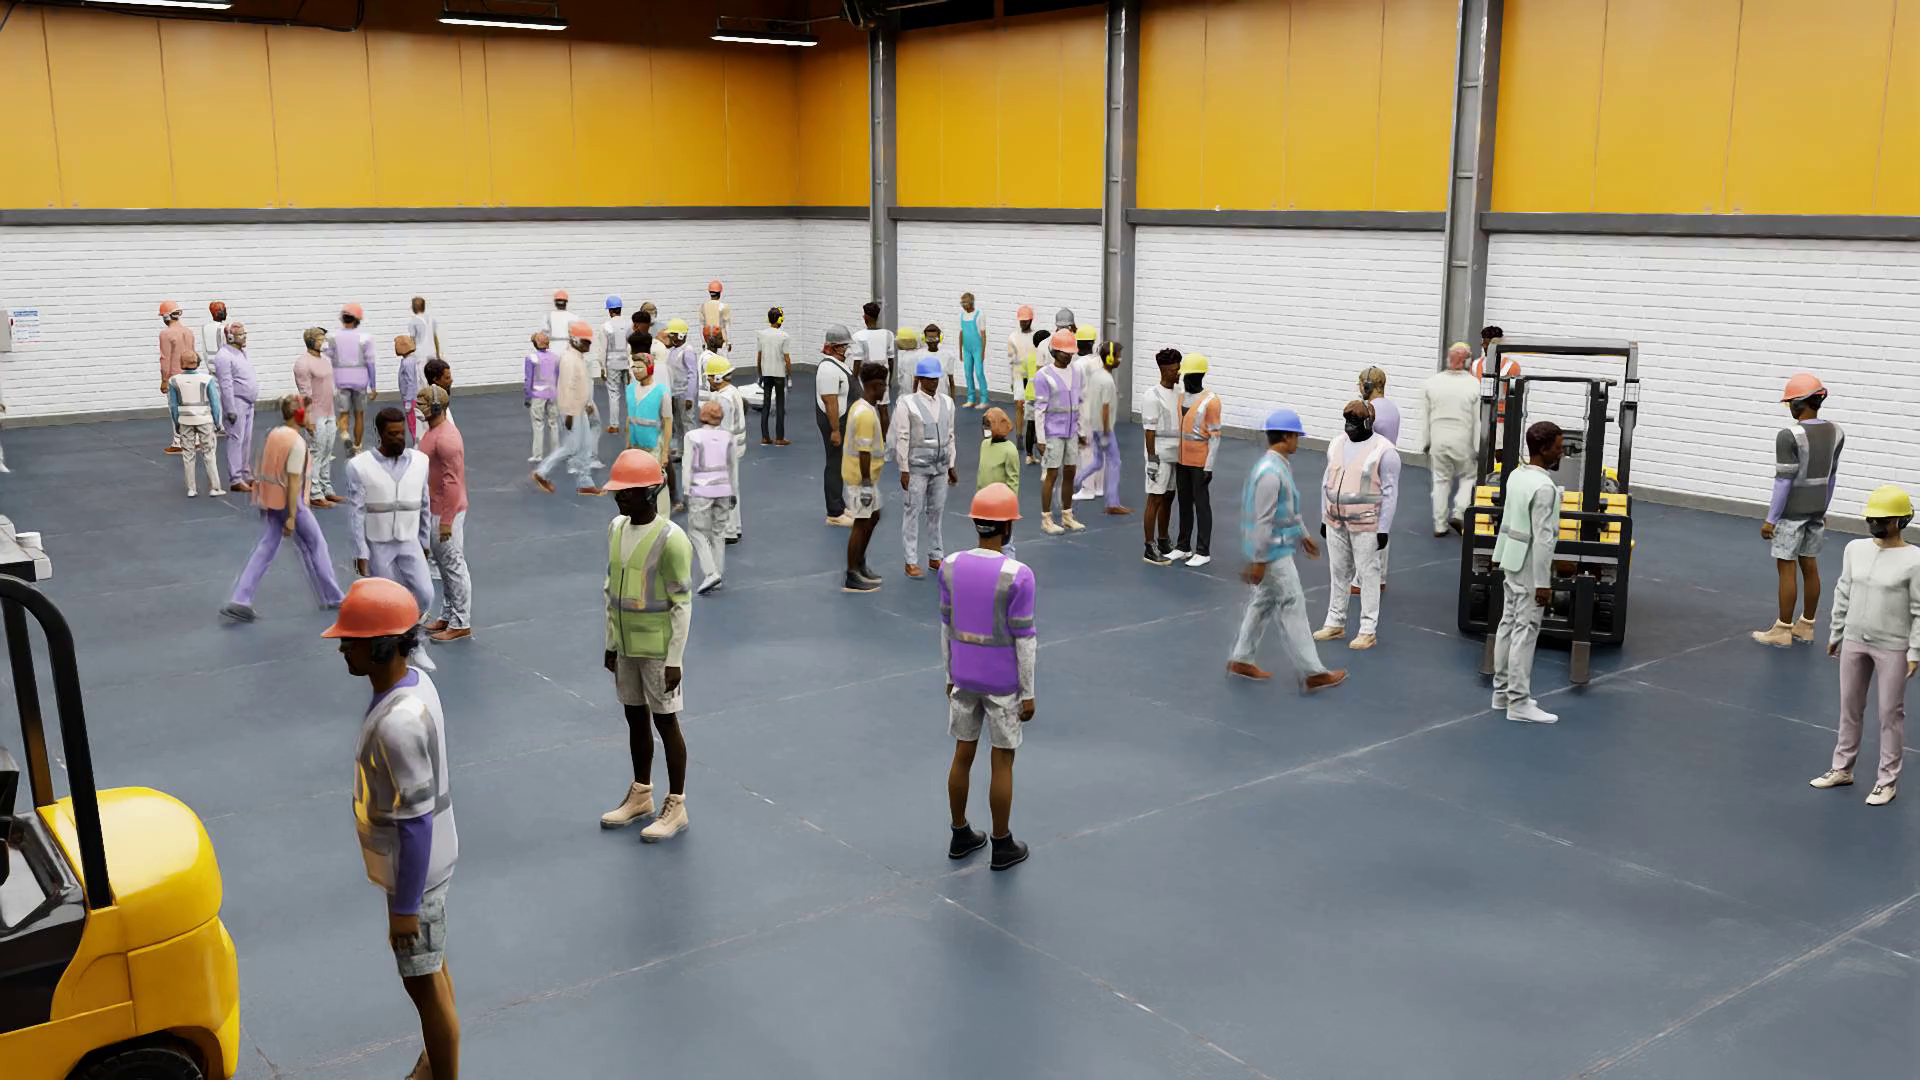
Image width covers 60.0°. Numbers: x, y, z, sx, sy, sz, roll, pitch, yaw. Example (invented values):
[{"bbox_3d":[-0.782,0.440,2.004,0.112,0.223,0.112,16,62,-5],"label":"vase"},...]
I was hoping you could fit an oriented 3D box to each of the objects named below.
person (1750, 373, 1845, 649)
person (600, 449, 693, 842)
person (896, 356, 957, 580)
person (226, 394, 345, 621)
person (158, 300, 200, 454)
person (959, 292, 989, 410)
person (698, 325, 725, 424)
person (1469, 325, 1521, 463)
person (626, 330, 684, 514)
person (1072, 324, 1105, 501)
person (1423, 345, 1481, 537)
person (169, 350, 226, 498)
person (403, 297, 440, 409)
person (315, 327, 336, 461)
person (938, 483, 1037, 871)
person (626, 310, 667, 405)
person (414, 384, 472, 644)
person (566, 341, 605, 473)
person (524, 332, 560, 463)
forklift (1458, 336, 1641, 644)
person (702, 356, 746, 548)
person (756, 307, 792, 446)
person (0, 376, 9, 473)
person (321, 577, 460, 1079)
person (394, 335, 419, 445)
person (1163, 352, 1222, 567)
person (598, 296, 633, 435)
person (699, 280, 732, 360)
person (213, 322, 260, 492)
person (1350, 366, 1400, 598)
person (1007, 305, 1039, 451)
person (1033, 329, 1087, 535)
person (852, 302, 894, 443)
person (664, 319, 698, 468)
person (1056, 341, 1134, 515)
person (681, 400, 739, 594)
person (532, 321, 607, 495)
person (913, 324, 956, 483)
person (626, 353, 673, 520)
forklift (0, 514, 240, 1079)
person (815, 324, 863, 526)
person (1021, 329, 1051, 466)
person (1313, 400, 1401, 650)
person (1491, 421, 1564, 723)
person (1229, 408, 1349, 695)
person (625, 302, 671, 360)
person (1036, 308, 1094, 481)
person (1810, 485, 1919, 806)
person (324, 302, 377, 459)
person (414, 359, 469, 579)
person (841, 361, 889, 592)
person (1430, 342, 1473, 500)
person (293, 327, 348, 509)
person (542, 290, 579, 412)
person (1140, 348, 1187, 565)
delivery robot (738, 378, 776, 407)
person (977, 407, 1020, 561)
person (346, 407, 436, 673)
[{"bbox_3d":[6.168,-0.212,12.276,0.605,2.035,0.385,-5,13,-25],"label":"person"},{"bbox_3d":[-1.637,0.539,8.615,0.608,2.048,0.364,10,15,39],"label":"person"},{"bbox_3d":[-0.285,-0.639,14.549,0.602,1.947,0.387,-9,15,-36],"label":"person"},{"bbox_3d":[-5.353,-0.258,13.144,0.558,1.788,1.025,11,16,43],"label":"person"},{"bbox_3d":[-10.158,-2.112,21.593,0.411,1.980,0.626,2,12,10],"label":"person"},{"bbox_3d":[0.200,-2.956,26.029,0.513,1.829,0.365,9,15,37],"label":"person"},{"bbox_3d":[-2.774,-1.484,18.789,0.355,1.882,0.575,-3,12,-13],"label":"person"},{"bbox_3d":[5.687,-1.320,17.825,0.365,1.960,0.608,-9,15,-39],"label":"person"},{"bbox_3d":[-3.159,-1.207,17.290,0.486,1.944,0.660,5,13,24],"label":"person"},{"bbox_3d":[1.390,-1.395,18.246,0.388,1.927,0.589,8,14,34],"label":"person"},{"bbox_3d":[4.814,-0.952,16.202,0.648,1.895,0.436,8,14,34],"label":"person"},{"bbox_3d":[-8.437,-1.278,18.382,0.511,1.640,0.308,-1,12,-7],"label":"person"},{"bbox_3d":[-8.224,-2.787,25.289,0.877,1.800,0.535,5,13,25],"label":"person"},{"bbox_3d":[-8.056,-1.832,20.948,0.321,1.693,0.539,-7,14,-32],"label":"person"},{"bbox_3d":[0.153,0.675,8.254,0.544,1.930,0.389,8,14,34],"label":"person"},{"bbox_3d":[-3.787,-1.780,20.014,0.602,1.966,0.368,7,14,31],"label":"person"},{"bbox_3d":[-3.875,-0.199,12.447,0.373,1.940,0.630,-6,13,-27],"label":"person"},{"bbox_3d":[-4.559,-1.690,20.140,0.518,1.717,0.611,7,13,29],"label":"person"},{"bbox_3d":[-5.226,-1.790,20.884,0.313,1.631,0.525,10,15,39],"label":"person"},{"bbox_3d":[4.683,-0.471,13.136,1.214,2.155,2.313,4,12,20],"label":"forklift"},{"bbox_3d":[-2.245,-0.844,15.861,0.403,1.817,0.602,0,12,1],"label":"person"},{"bbox_3d":[-2.473,-2.177,22.211,0.524,1.857,0.341,4,12,20],"label":"person"},{"bbox_3d":[-11.702,-1.645,19.906,0.321,1.741,0.492,11,16,41],"label":"person"},{"bbox_3d":[-1.945,1.128,5.779,0.389,2.045,0.606,-4,12,-17],"label":"person"},{"bbox_3d":[-6.771,-1.702,20.447,0.267,1.631,0.507,-3,12,-16],"label":"person"},{"bbox_3d":[2.102,-0.730,15.030,0.359,1.929,0.587,-8,14,-32],"label":"person"},{"bbox_3d":[-4.769,-2.436,23.256,0.606,1.939,0.416,-9,15,-36],"label":"person"},{"bbox_3d":[-4.014,-3.298,27.414,0.542,1.938,0.358,3,12,13],"label":"person"},{"bbox_3d":[-8.151,-1.511,18.855,0.406,1.911,0.636,-1,12,-4],"label":"person"},{"bbox_3d":[3.426,-0.482,13.845,0.382,1.928,0.640,9,15,36],"label":"person"},{"bbox_3d":[0.895,-2.177,22.098,0.543,1.903,0.963,1,12,6],"label":"person"},{"bbox_3d":[1.004,-1.059,16.386,0.613,2.029,0.409,-10,15,-39],"label":"person"},{"bbox_3d":[-1.130,-2.087,21.492,0.607,1.966,0.367,-7,14,-30],"label":"person"},{"bbox_3d":[-3.427,-1.799,20.427,0.404,1.834,0.592,-7,13,-29],"label":"person"},{"bbox_3d":[1.425,-1.149,17.281,0.754,1.839,0.533,-3,12,-16],"label":"person"},{"bbox_3d":[-2.071,-0.365,14.032,0.564,1.608,0.566,-8,14,-35],"label":"person"},{"bbox_3d":[-4.338,-1.439,18.382,0.704,1.965,0.669,0,12,0],"label":"person"},{"bbox_3d":[-0.300,-1.584,19.335,0.512,1.861,0.325,0,12,-1],"label":"person"},{"bbox_3d":[-2.976,-0.877,15.942,0.565,1.846,0.390,8,14,33],"label":"person"},{"bbox_3d":[-3.687,1.115,5.480,2.313,2.155,1.214,-9,15,-36],"label":"forklift"},{"bbox_3d":[-1.192,-1.178,16.923,0.539,2.000,0.688,0,12,1],"label":"person"},{"bbox_3d":[0.985,-1.742,20.476,0.536,1.699,0.322,11,16,43],"label":"person"},{"bbox_3d":[2.913,-0.120,12.300,0.429,1.843,0.632,-10,15,-39],"label":"person"},{"bbox_3d":[3.613,0.193,10.604,0.398,1.918,0.590,0,12,0],"label":"person"},{"bbox_3d":[2.227,0.069,11.231,0.808,1.900,0.616,2,12,9],"label":"person"},{"bbox_3d":[-4.146,-2.225,22.267,0.641,1.928,0.386,-8,14,-34],"label":"person"},{"bbox_3d":[1.220,-1.683,19.365,0.688,2.000,0.536,1,12,3],"label":"person"},{"bbox_3d":[5.028,0.571,9.144,0.310,1.768,0.533,-6,13,-28],"label":"person"},{"bbox_3d":[-7.621,-1.957,20.777,0.612,2.015,0.693,-2,12,-9],"label":"person"},{"bbox_3d":[-4.573,-0.620,14.528,0.379,1.917,0.591,-6,13,-26],"label":"person"},{"bbox_3d":[-0.796,-0.538,14.063,0.412,1.949,0.618,-1,12,-3],"label":"person"},{"bbox_3d":[5.455,-1.305,18.278,0.311,1.736,0.484,-8,14,-35],"label":"person"},{"bbox_3d":[-6.859,-1.312,17.821,0.372,1.940,0.631,1,12,3],"label":"person"},{"bbox_3d":[-6.036,-2.817,25.166,0.619,1.904,0.641,-2,12,-7],"label":"person"},{"bbox_3d":[1.870,-0.766,15.117,0.365,1.966,0.606,8,14,35],"label":"person"},{"bbox_3d":[-3.041,-2.232,25.394,0.707,0.478,0.477,7,13,30],"label":"delivery robot"},{"bbox_3d":[0.293,-0.268,13.520,0.289,1.633,0.497,-8,14,-33],"label":"person"},{"bbox_3d":[-3.894,0.031,11.428,0.605,1.902,0.471,-10,15,-40],"label":"person"}]
